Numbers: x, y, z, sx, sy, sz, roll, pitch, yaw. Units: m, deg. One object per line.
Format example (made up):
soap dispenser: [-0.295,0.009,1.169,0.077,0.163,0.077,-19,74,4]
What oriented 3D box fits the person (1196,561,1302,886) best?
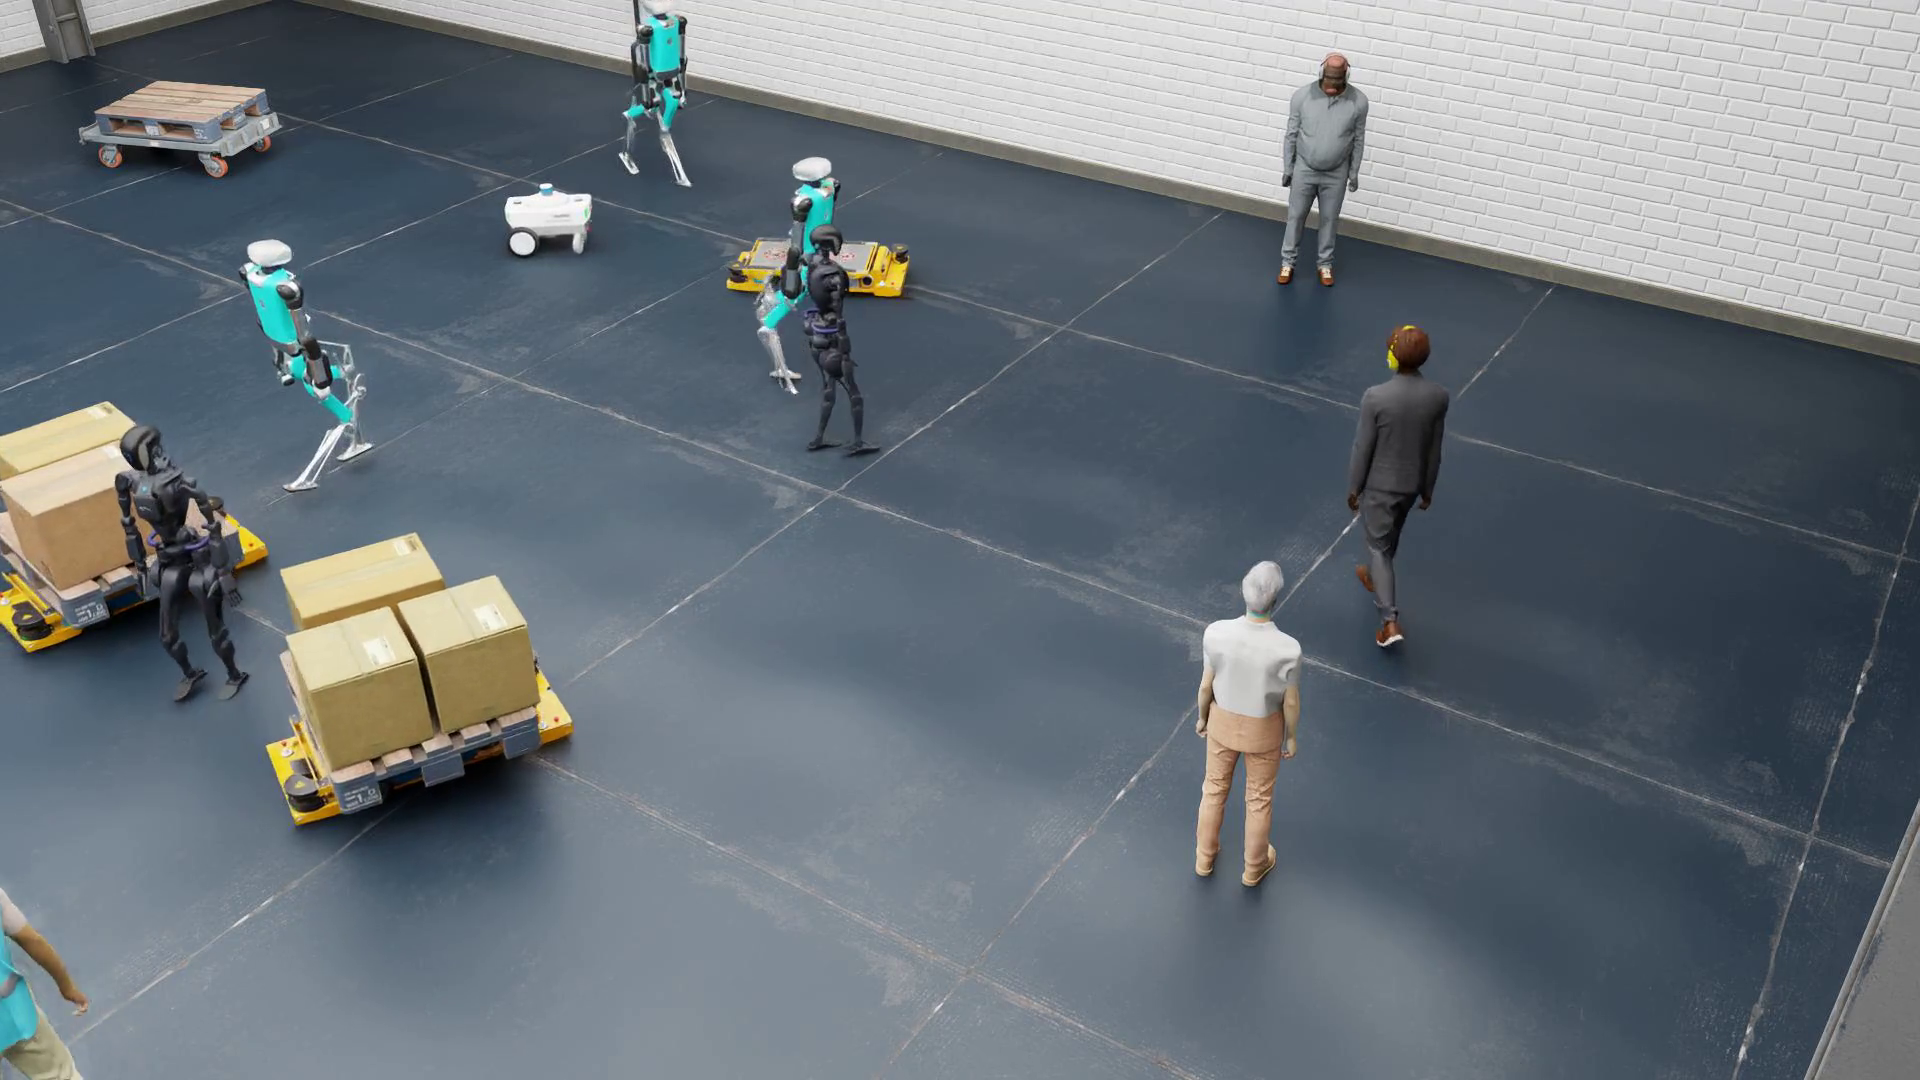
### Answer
person: [1.308,0.850,7.567,0.491,1.744,0.304,12,35,18]

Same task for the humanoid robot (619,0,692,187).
humanoid robot: [-2.927,-4.181,15.447,0.999,1.780,0.530,25,40,34]

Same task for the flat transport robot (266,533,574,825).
flat transport robot: [-2.823,1.003,8.695,1.431,0.231,0.659,-18,37,-26]

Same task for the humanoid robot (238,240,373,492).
humanoid robot: [-4.113,-1.152,10.684,0.547,1.732,0.988,22,39,30]

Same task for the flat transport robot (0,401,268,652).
flat transport robot: [-4.993,0.182,9.973,0.659,0.231,1.431,28,42,36]

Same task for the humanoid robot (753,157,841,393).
humanoid robot: [-1.237,-1.891,11.849,0.773,1.767,0.541,14,35,21]

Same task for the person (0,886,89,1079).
person: [-3.492,1.776,6.075,0.403,1.801,0.749,21,38,30]

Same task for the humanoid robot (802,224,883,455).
humanoid robot: [-0.812,-1.338,11.046,0.486,1.649,0.585,-13,35,-19]

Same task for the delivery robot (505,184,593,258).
delivery robot: [-3.545,-2.758,14.284,0.767,0.596,0.500,-4,33,-6]

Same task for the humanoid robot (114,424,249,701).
humanoid robot: [-4.073,0.143,8.732,0.612,1.655,0.342,6,33,10]

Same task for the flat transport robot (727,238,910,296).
flat transport robot: [-1.163,-2.253,13.761,1.431,0.231,0.659,3,33,4]

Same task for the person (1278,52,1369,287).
person: [2.900,-2.965,13.362,0.637,1.902,0.412,4,33,6]

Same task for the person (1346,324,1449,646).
person: [2.433,-0.309,9.302,0.497,1.839,0.917,-4,33,-6]
